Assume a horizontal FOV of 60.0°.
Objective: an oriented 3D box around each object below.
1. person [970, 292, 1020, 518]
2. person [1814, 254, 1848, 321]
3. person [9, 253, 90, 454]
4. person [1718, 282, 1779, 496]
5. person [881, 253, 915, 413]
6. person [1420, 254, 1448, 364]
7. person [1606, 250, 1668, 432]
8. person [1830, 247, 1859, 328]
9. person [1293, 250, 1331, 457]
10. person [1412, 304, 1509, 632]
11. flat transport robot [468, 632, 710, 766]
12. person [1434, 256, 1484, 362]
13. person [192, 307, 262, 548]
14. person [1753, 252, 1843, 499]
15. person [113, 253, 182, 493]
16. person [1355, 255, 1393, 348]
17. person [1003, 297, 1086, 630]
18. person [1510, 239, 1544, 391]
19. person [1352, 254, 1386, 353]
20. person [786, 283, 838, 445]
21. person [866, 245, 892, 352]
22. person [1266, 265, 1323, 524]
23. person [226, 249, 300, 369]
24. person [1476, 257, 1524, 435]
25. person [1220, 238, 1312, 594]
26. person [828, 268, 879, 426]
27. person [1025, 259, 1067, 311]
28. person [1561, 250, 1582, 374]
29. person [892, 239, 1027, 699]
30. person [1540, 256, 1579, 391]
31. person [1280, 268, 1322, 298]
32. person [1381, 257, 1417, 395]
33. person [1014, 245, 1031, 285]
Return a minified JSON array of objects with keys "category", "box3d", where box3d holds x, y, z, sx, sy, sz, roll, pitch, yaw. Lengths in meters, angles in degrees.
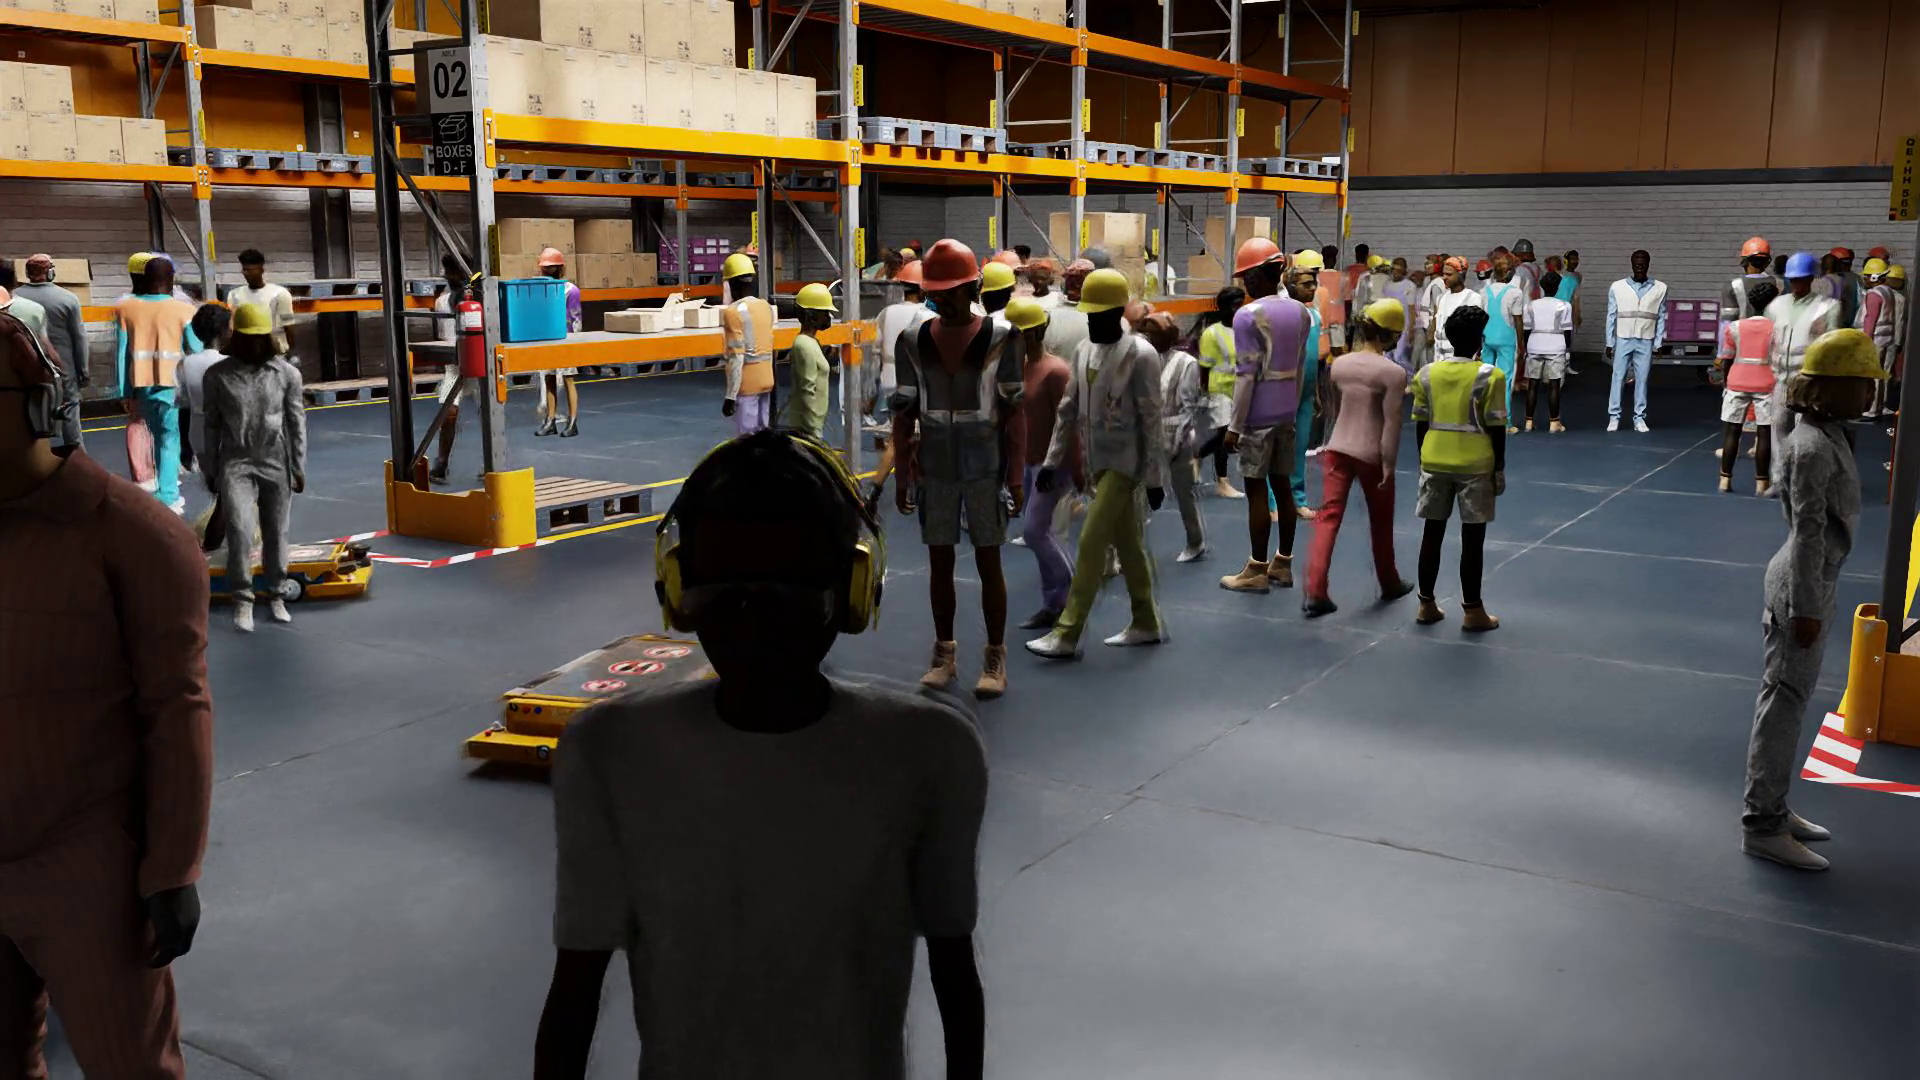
[{"category":"person","box3d":[0.235,-1.076,12.166,0.560,1.836,0.394,-2,10,-9]},{"category":"person","box3d":[11.377,-2.827,21.842,0.516,1.842,0.328,-3,11,-17]},{"category":"person","box3d":[-7.754,-1.475,14.176,0.646,1.908,0.408,-2,10,-13]},{"category":"person","box3d":[6.339,-1.201,13.256,0.531,1.691,0.318,8,13,38]},{"category":"person","box3d":[-0.609,-2.416,19.491,0.648,1.867,0.565,5,11,24]},{"category":"person","box3d":[5.810,-2.568,20.388,0.383,1.849,0.570,3,11,14]},{"category":"person","box3d":[7.139,-2.099,17.599,0.591,1.919,0.391,2,10,13]},{"category":"person","box3d":[11.751,-2.952,22.300,0.543,1.928,0.372,-7,13,-36]},{"category":"person","box3d":[3.255,-1.736,15.560,0.378,1.928,0.585,6,12,30]},{"category":"person","box3d":[2.596,-0.372,8.643,0.533,1.697,0.318,10,14,44]},{"category":"flat transport robot","box3d":[-1.380,0.645,6.962,0.652,0.197,1.431,3,11,16]},{"category":"person","box3d":[4.415,-1.585,14.874,0.358,1.880,0.564,-4,11,-19]},{"category":"person","box3d":[-4.553,-0.629,10.293,0.645,1.613,0.508,-9,14,-41]},{"category":"person","box3d":[6.542,-1.276,13.011,0.475,1.929,0.603,-8,13,-39]},{"category":"person","box3d":[-6.566,-1.349,13.440,0.390,1.920,0.590,0,10,-2]},{"category":"person","box3d":[6.187,-3.317,24.674,0.637,1.804,0.473,-1,10,-7]},{"category":"person","box3d":[0.393,-0.377,8.577,0.405,1.740,0.536,-5,11,-24]},{"category":"person","box3d":[7.496,-3.022,22.375,0.677,2.000,0.536,-9,14,-41]},{"category":"person","box3d":[6.307,-3.397,25.081,0.885,1.804,0.563,1,10,5]},{"category":"person","box3d":[-0.908,-0.693,10.266,0.333,1.760,0.527,-1,10,-4]},{"category":"person","box3d":[-1.135,-3.520,25.423,0.635,1.936,0.354,1,10,7]},{"category":"person","box3d":[2.401,-1.040,11.934,0.506,1.847,0.345,-7,12,-35]},{"category":"person","box3d":[-6.566,-1.729,15.503,0.629,1.930,0.860,1,10,5]},{"category":"person","box3d":[5.620,-2.017,17.347,0.508,1.844,0.332,10,14,43]},{"category":"person","box3d":[1.731,-0.708,9.573,0.605,2.034,0.396,-9,14,-41]},{"category":"person","box3d":[-1.143,-2.184,18.109,0.599,1.909,0.402,-5,11,-27]},{"category":"person","box3d":[0.748,-1.530,14.614,0.581,1.863,0.523,5,11,24]},{"category":"person","box3d":[9.169,-3.424,25.075,0.507,1.872,0.329,-5,11,-25]},{"category":"person","box3d":[-0.012,-0.306,7.378,0.615,2.028,0.409,3,11,16]},{"category":"person","box3d":[8.076,-2.932,22.545,0.625,1.786,0.930,1,10,8]},{"category":"person","box3d":[3.512,-2.023,17.223,0.547,1.908,0.812,-3,11,-18]},{"category":"person","box3d":[5.584,-2.697,21.210,0.639,1.824,0.538,-9,13,-40]},{"category":"person","box3d":[0.900,-3.480,25.149,0.373,1.957,0.606,-2,10,-11]}]
